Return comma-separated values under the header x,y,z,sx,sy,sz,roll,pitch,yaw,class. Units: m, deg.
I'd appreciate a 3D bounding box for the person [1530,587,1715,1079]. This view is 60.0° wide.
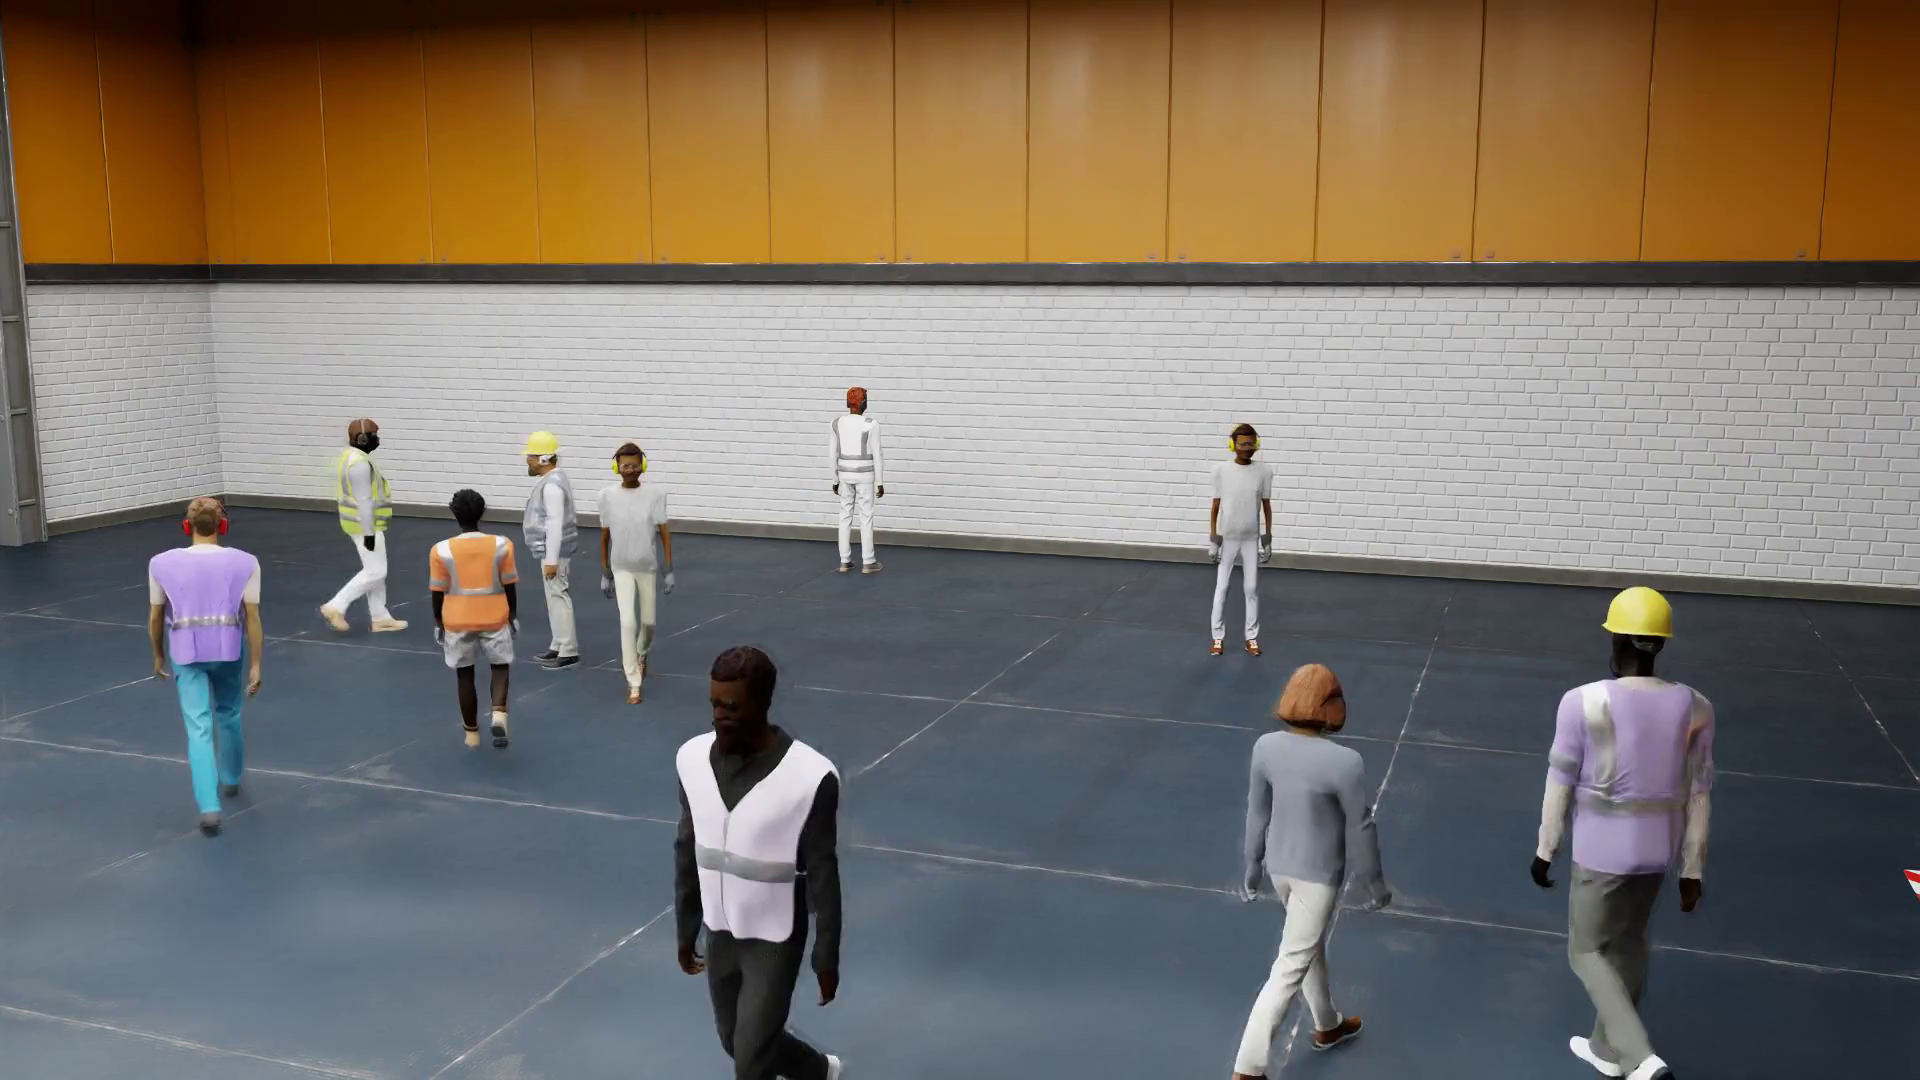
x,y,z,sx,sy,sz,roll,pitch,yaw,class
2.433,1.126,5.998,0.589,1.906,0.735,-1,9,-9,person

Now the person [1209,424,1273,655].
x,y,z,sx,sy,sz,roll,pitch,yaw,class
2.219,0.001,13.150,0.509,1.858,0.354,0,9,1,person

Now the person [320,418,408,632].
x,y,z,sx,sy,sz,roll,pitch,yaw,class
-4.993,-0.104,13.866,0.598,1.829,0.643,-4,10,-23,person

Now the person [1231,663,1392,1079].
x,y,z,sx,sy,sz,roll,pitch,yaw,class
1.281,1.251,6.213,0.865,1.591,0.510,-6,11,-34,person

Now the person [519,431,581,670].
x,y,z,sx,sy,sz,roll,pitch,yaw,class
-3.147,0.080,12.760,0.414,1.826,0.605,-2,9,-15,person

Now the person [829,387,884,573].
x,y,z,sx,sy,sz,roll,pitch,yaw,class
-1.034,-0.605,16.807,0.584,1.882,0.347,4,10,21,person

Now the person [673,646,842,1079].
x,y,z,sx,sy,sz,roll,pitch,yaw,class
-0.626,1.240,5.363,0.599,1.893,0.861,5,11,29,person

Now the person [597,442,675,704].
x,y,z,sx,sy,sz,roll,pitch,yaw,class
-2.332,0.196,11.986,0.520,1.845,0.833,-2,9,-14,person

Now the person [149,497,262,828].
x,y,z,sx,sy,sz,roll,pitch,yaw,class
-4.181,0.656,9.277,0.571,1.794,0.989,-5,10,-28,person

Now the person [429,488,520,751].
x,y,z,sx,sy,sz,roll,pitch,yaw,class
-3.038,0.516,10.426,0.547,1.686,0.478,-3,10,-20,person
